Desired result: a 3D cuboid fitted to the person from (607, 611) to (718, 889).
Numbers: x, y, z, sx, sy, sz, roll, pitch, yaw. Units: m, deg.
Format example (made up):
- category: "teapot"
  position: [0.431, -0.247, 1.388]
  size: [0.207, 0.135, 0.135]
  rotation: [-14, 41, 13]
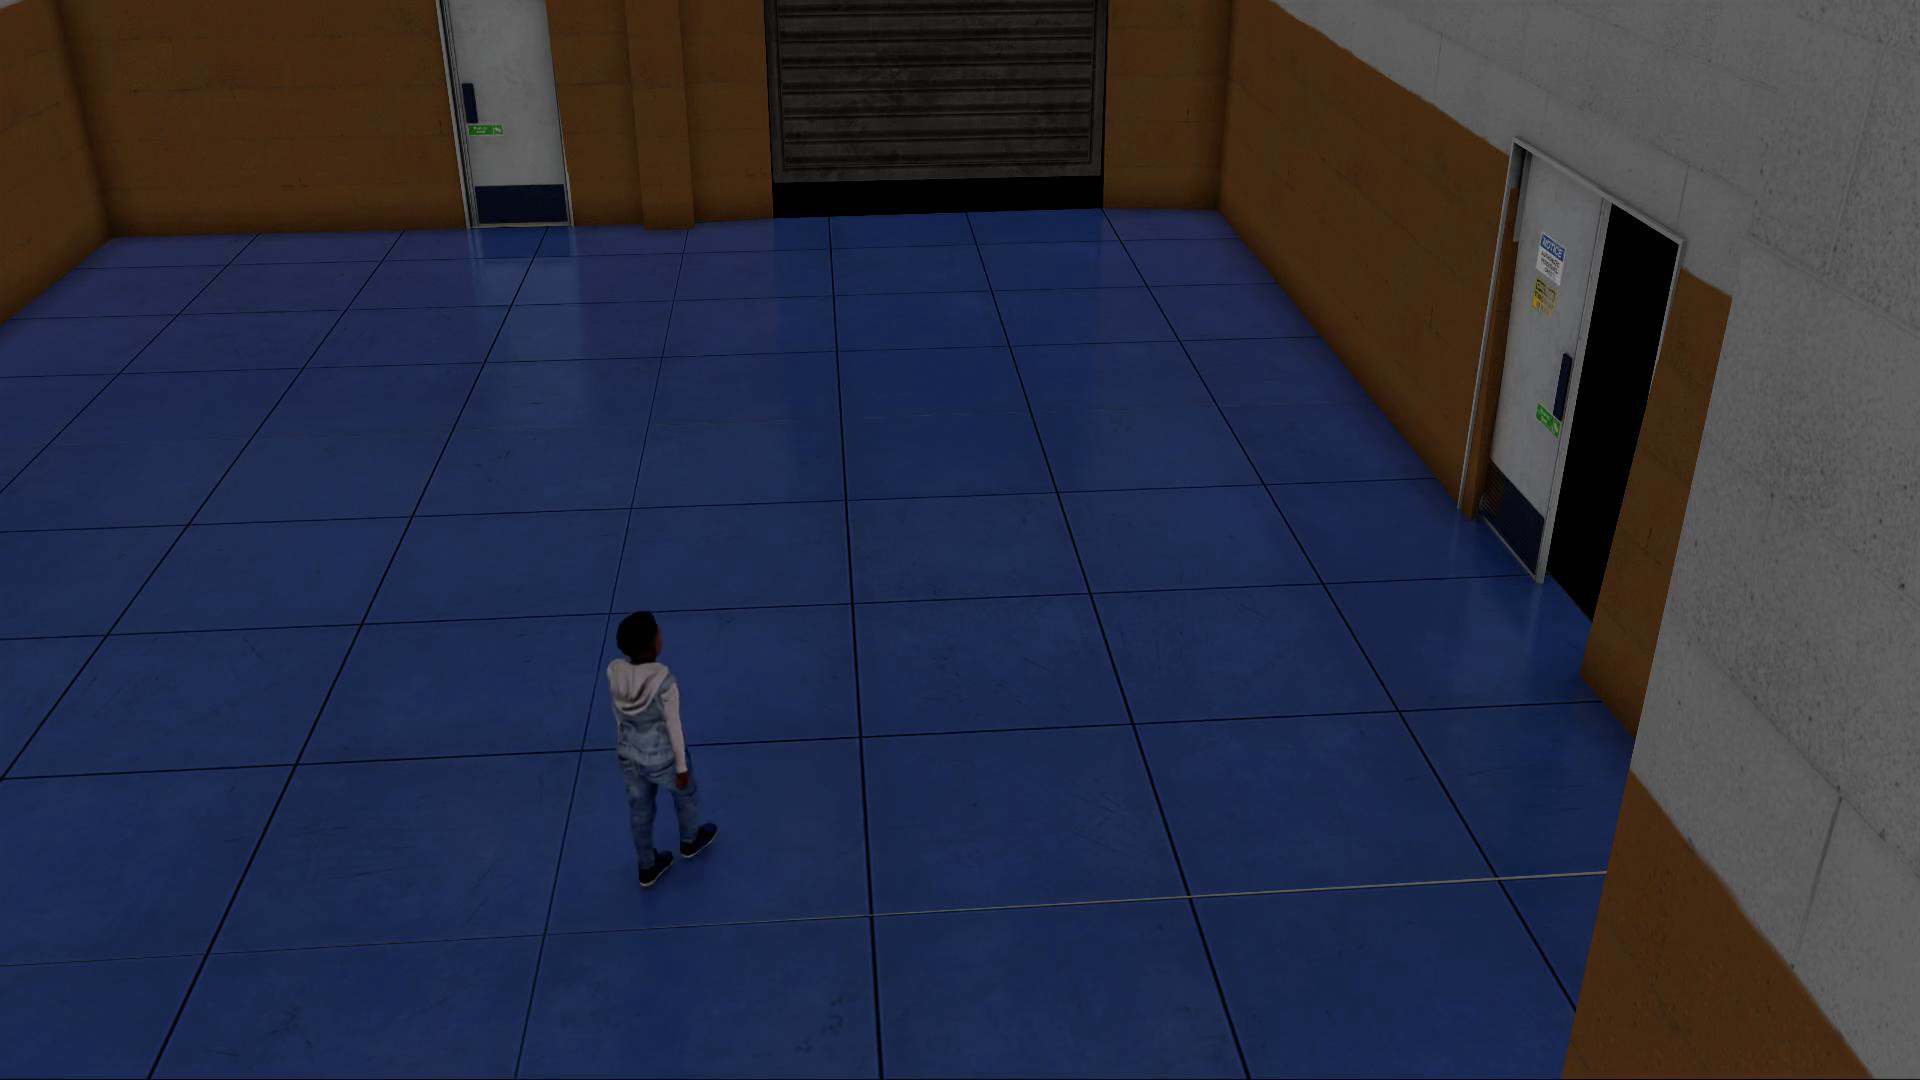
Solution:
- category: "person"
  position: [-1.292, 0.885, 6.796]
  size: [0.679, 1.251, 0.694]
  rotation: [9, 28, 17]
